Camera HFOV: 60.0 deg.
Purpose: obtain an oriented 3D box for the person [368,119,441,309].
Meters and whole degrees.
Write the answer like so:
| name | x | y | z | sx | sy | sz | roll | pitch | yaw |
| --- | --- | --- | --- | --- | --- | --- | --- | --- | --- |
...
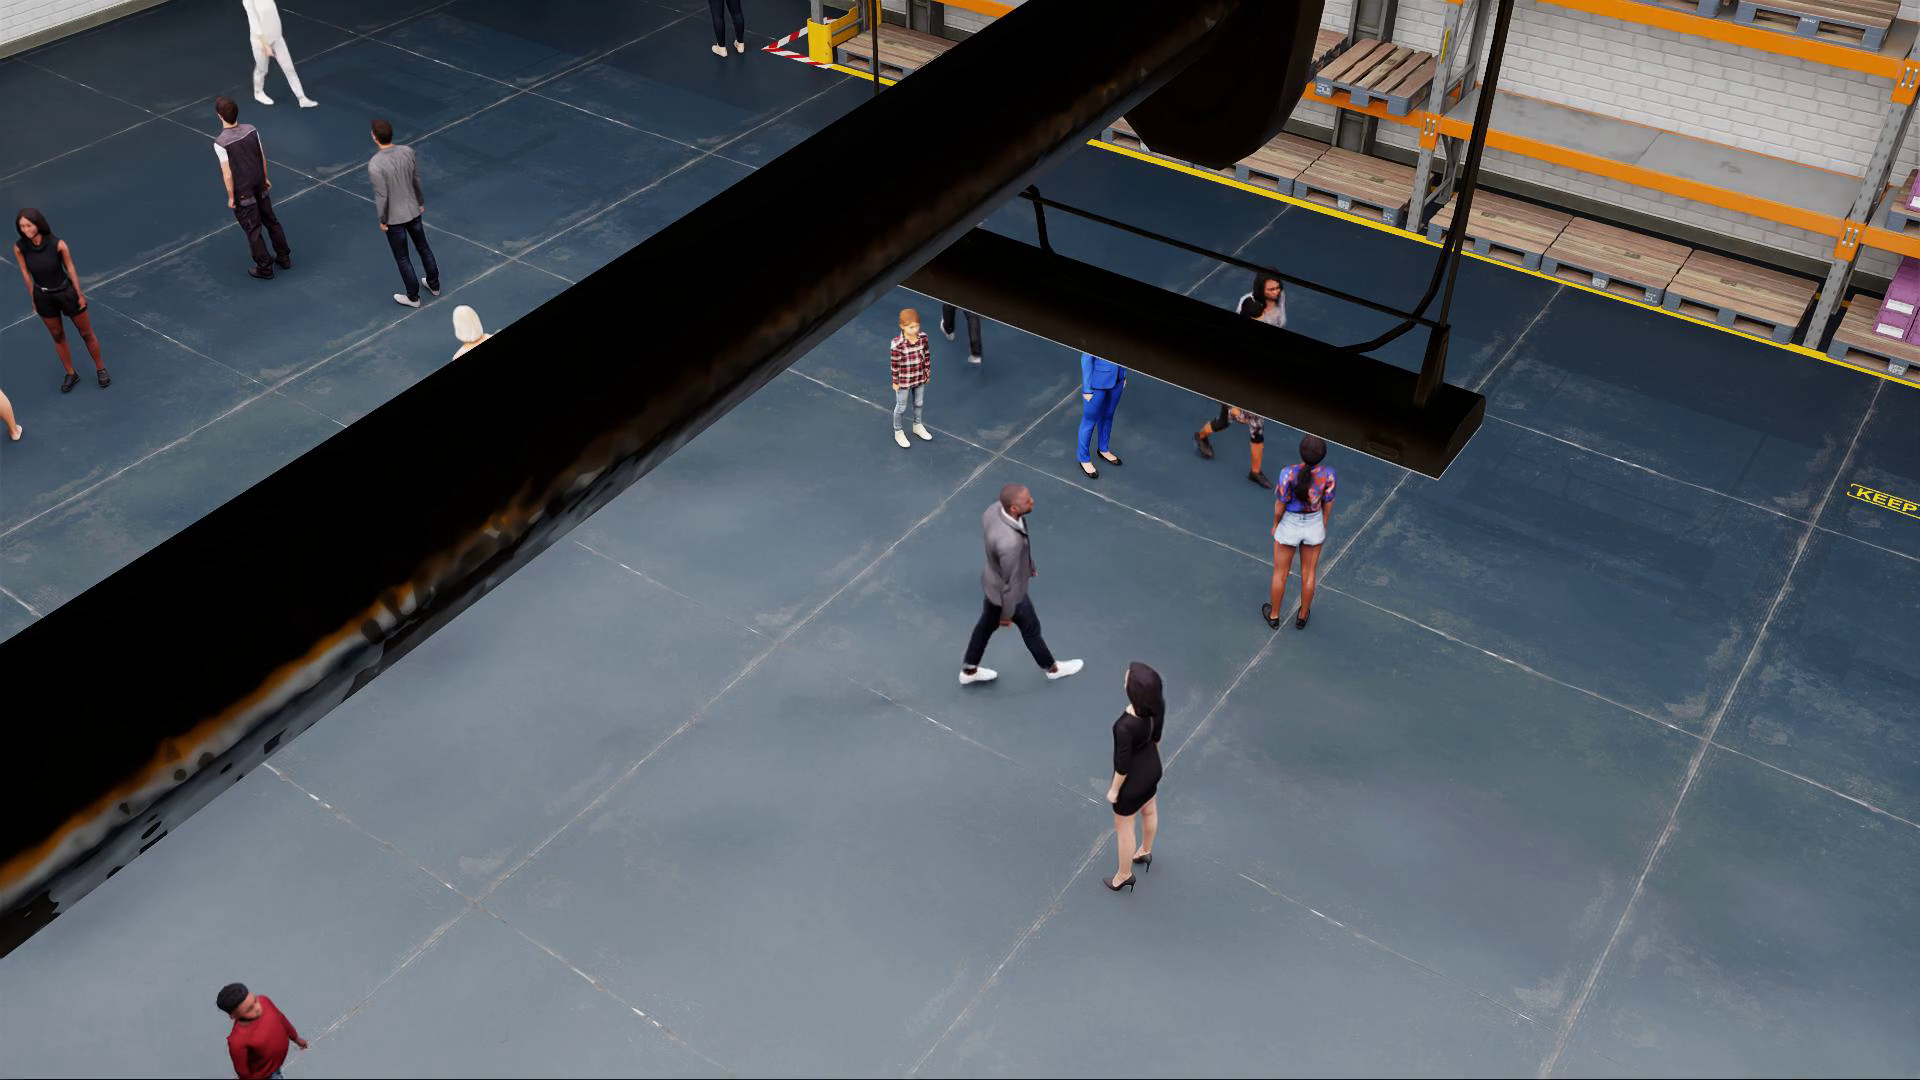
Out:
| name | x | y | z | sx | sy | sz | roll | pitch | yaw |
| --- | --- | --- | --- | --- | --- | --- | --- | --- | --- |
| person | -5.322 | -3.121 | 15.840 | 0.567 | 1.873 | 0.677 | 23 | 44 | 26 |

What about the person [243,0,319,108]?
| name | x | y | z | sx | sy | sz | roll | pitch | yaw |
| --- | --- | --- | --- | --- | --- | --- | --- | --- | --- |
| person | -8.156 | -5.830 | 19.410 | 1.116 | 1.651 | 0.721 | 16 | 41 | 19 |

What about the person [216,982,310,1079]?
| name | x | y | z | sx | sy | sz | roll | pitch | yaw |
| --- | --- | --- | --- | --- | --- | --- | --- | --- | --- |
| person | -3.804 | 2.792 | 8.952 | 0.889 | 1.229 | 0.745 | 2 | 39 | 3 |

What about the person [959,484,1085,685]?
| name | x | y | z | sx | sy | sz | roll | pitch | yaw |
| --- | --- | --- | --- | --- | --- | --- | --- | --- | --- |
| person | 0.236 | 0.355 | 11.571 | 1.215 | 1.769 | 1.176 | -8 | 39 | -10 |

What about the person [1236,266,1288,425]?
| name | x | y | z | sx | sy | sz | roll | pitch | yaw |
| --- | --- | --- | --- | --- | --- | --- | --- | --- | --- |
| person | 2.526 | -1.741 | 14.349 | 0.811 | 1.578 | 0.870 | -16 | 41 | -19 |

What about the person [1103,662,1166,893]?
| name | x | y | z | sx | sy | sz | roll | pitch | yaw |
| --- | --- | --- | --- | --- | --- | --- | --- | --- | --- |
| person | 1.076 | 1.460 | 10.157 | 0.540 | 1.806 | 0.620 | 31 | 48 | 33 |

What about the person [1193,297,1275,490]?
| name | x | y | z | sx | sy | sz | roll | pitch | yaw |
| --- | --- | --- | --- | --- | --- | --- | --- | --- | --- |
| person | 2.265 | -1.245 | 13.690 | 0.795 | 1.624 | 1.163 | -27 | 46 | -30 |

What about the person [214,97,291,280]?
| name | x | y | z | sx | sy | sz | roll | pitch | yaw |
| --- | --- | --- | --- | --- | --- | --- | --- | --- | --- |
| person | -6.954 | -3.449 | 16.270 | 0.581 | 1.849 | 0.660 | 20 | 43 | 23 |

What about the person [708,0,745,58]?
| name | x | y | z | sx | sy | sz | roll | pitch | yaw |
| --- | --- | --- | --- | --- | --- | --- | --- | --- | --- |
| person | -2.939 | -6.936 | 20.668 | 0.733 | 1.810 | 0.745 | -19 | 42 | -22 |

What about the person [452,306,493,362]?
| name | x | y | z | sx | sy | sz | roll | pitch | yaw |
| --- | --- | --- | --- | --- | --- | --- | --- | --- | --- |
| person | -3.843 | -1.135 | 13.472 | 0.538 | 1.725 | 0.612 | 20 | 43 | 23 |

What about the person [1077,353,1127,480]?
| name | x | y | z | sx | sy | sz | roll | pitch | yaw |
| --- | --- | --- | --- | --- | --- | --- | --- | --- | --- |
| person | 1.168 | -1.317 | 13.719 | 0.671 | 1.701 | 0.630 | -28 | 47 | -31 |

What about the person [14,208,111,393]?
| name | x | y | z | sx | sy | sz | roll | pitch | yaw |
| --- | --- | --- | --- | --- | --- | --- | --- | --- | --- |
| person | -7.970 | -2.136 | 14.714 | 0.681 | 1.740 | 0.734 | -8 | 39 | -10 |

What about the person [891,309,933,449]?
| name | x | y | z | sx | sy | sz | roll | pitch | yaw |
| --- | --- | --- | --- | --- | --- | --- | --- | --- | --- |
| person | -0.430 | -1.403 | 14.145 | 0.593 | 1.303 | 0.605 | -20 | 43 | -24 |

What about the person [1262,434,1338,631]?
| name | x | y | z | sx | sy | sz | roll | pitch | yaw |
| --- | --- | --- | --- | --- | --- | --- | --- | --- | --- |
| person | 2.478 | -0.067 | 12.120 | 0.629 | 1.743 | 0.729 | 1 | 39 | 1 |

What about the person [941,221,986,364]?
| name | x | y | z | sx | sy | sz | roll | pitch | yaw |
| --- | --- | --- | --- | --- | --- | --- | --- | --- | --- |
| person | 0.035 | -2.395 | 15.042 | 1.079 | 1.734 | 1.217 | -11 | 40 | -13 |
